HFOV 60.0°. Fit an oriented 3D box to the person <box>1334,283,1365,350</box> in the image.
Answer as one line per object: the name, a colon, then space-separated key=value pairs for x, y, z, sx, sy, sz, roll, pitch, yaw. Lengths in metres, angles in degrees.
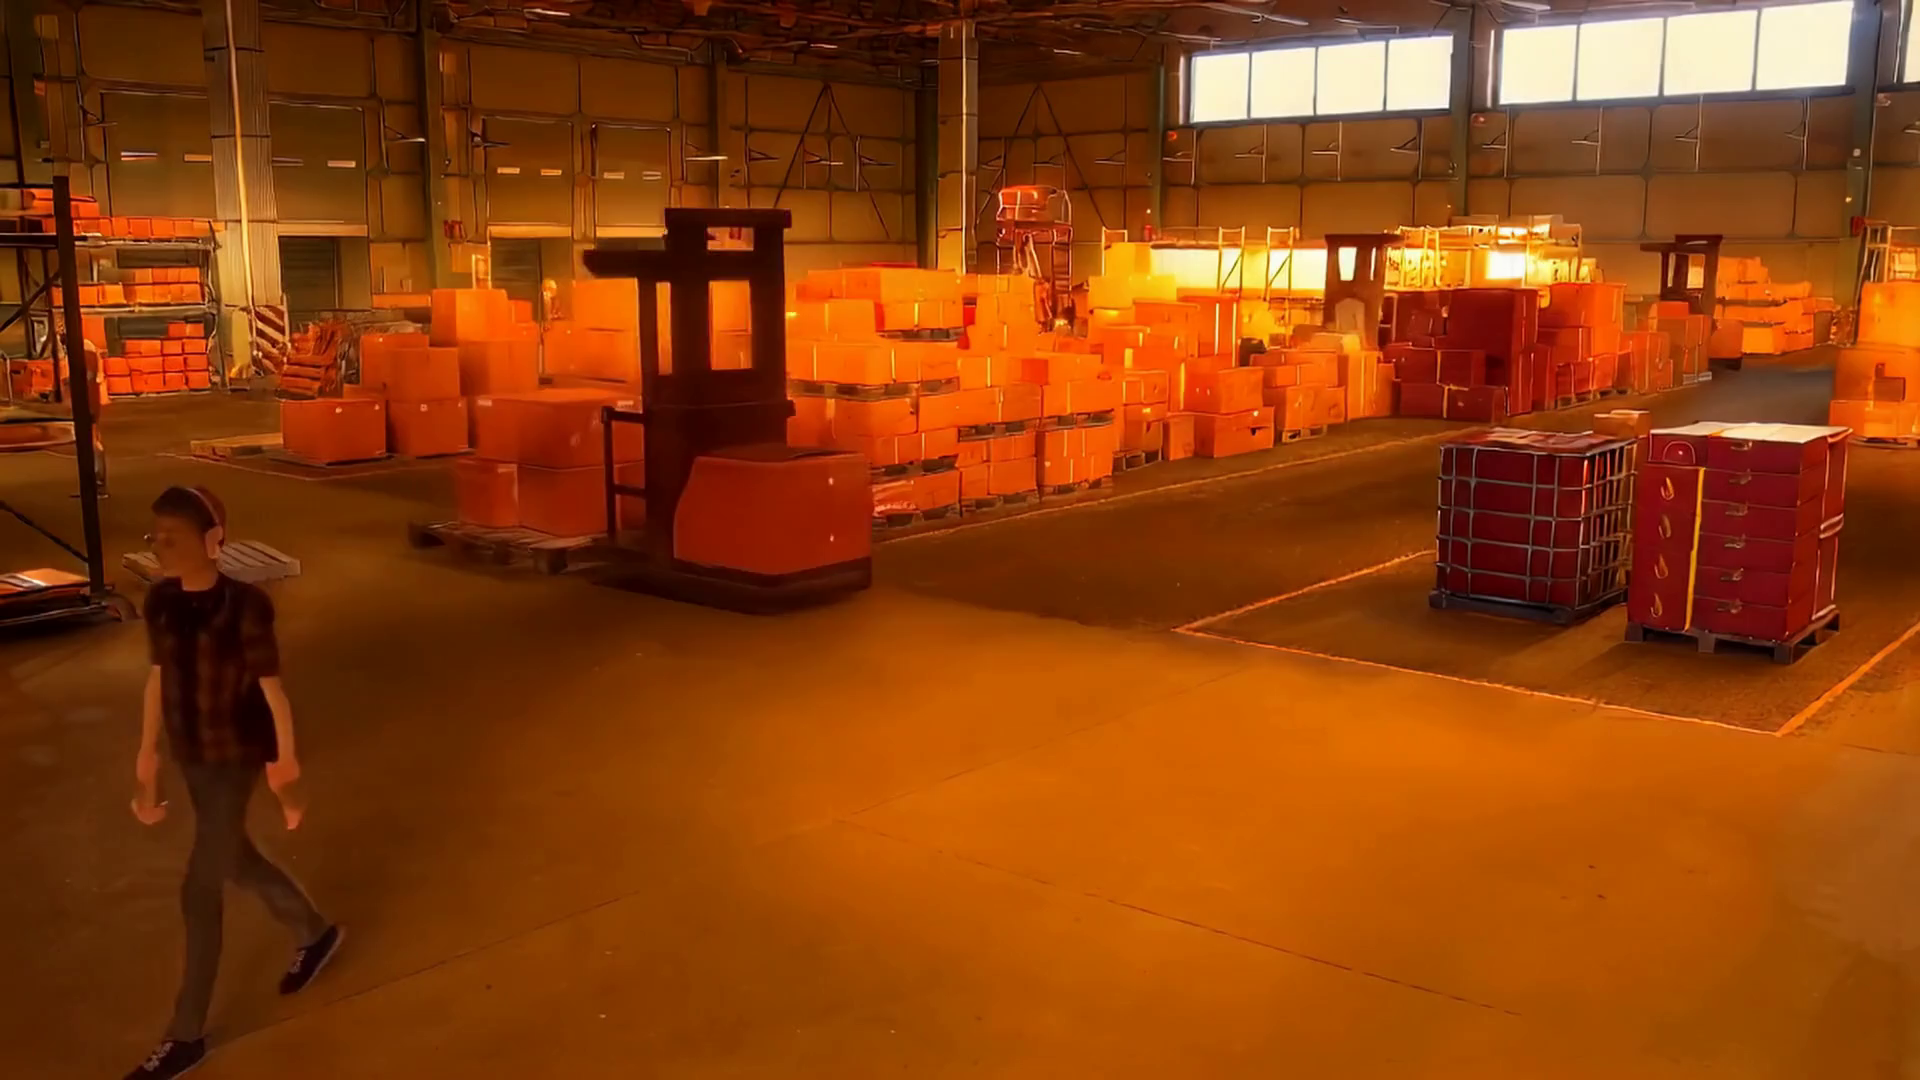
person: x=6.878 y=-3.552 z=29.320 sx=0.434 sy=1.928 sz=0.652 roll=-8 pitch=13 yaw=-40

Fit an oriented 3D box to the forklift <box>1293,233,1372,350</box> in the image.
forklift: x=7.468 y=-4.541 z=32.247 sx=1.873 sy=2.768 sz=1.129 roll=-7 pitch=12 yaw=-34

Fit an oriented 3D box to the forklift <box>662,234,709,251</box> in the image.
forklift: x=-5.415 y=-4.677 z=33.019 sx=1.873 sy=2.768 sz=1.129 roll=8 pitch=13 yaw=40

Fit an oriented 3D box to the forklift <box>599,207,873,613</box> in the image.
forklift: x=-1.648 y=-1.010 z=12.142 sx=1.873 sy=2.768 sz=1.129 roll=8 pitch=13 yaw=40

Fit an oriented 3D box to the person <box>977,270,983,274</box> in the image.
person: x=0.461 y=-6.705 z=47.289 sx=0.646 sy=1.927 sz=0.642 roll=-7 pitch=12 yaw=-36

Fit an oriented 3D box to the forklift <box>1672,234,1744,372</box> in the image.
forklift: x=14.976 y=-4.835 z=33.919 sx=1.873 sy=2.768 sz=1.129 roll=-5 pitch=11 yaw=-24

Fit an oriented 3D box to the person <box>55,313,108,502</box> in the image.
person: x=-8.895 y=-1.349 z=16.854 sx=0.593 sy=1.908 sz=0.413 roll=8 pitch=13 yaw=38

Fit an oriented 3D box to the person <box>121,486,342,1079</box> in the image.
person: x=-2.361 y=0.710 z=5.350 sx=0.542 sy=1.826 sz=0.970 roll=4 pitch=11 yaw=23

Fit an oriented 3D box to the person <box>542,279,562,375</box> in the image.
person: x=-8.146 y=-4.243 z=33.246 sx=0.372 sy=1.936 sz=0.566 roll=-6 pitch=12 yaw=-32
